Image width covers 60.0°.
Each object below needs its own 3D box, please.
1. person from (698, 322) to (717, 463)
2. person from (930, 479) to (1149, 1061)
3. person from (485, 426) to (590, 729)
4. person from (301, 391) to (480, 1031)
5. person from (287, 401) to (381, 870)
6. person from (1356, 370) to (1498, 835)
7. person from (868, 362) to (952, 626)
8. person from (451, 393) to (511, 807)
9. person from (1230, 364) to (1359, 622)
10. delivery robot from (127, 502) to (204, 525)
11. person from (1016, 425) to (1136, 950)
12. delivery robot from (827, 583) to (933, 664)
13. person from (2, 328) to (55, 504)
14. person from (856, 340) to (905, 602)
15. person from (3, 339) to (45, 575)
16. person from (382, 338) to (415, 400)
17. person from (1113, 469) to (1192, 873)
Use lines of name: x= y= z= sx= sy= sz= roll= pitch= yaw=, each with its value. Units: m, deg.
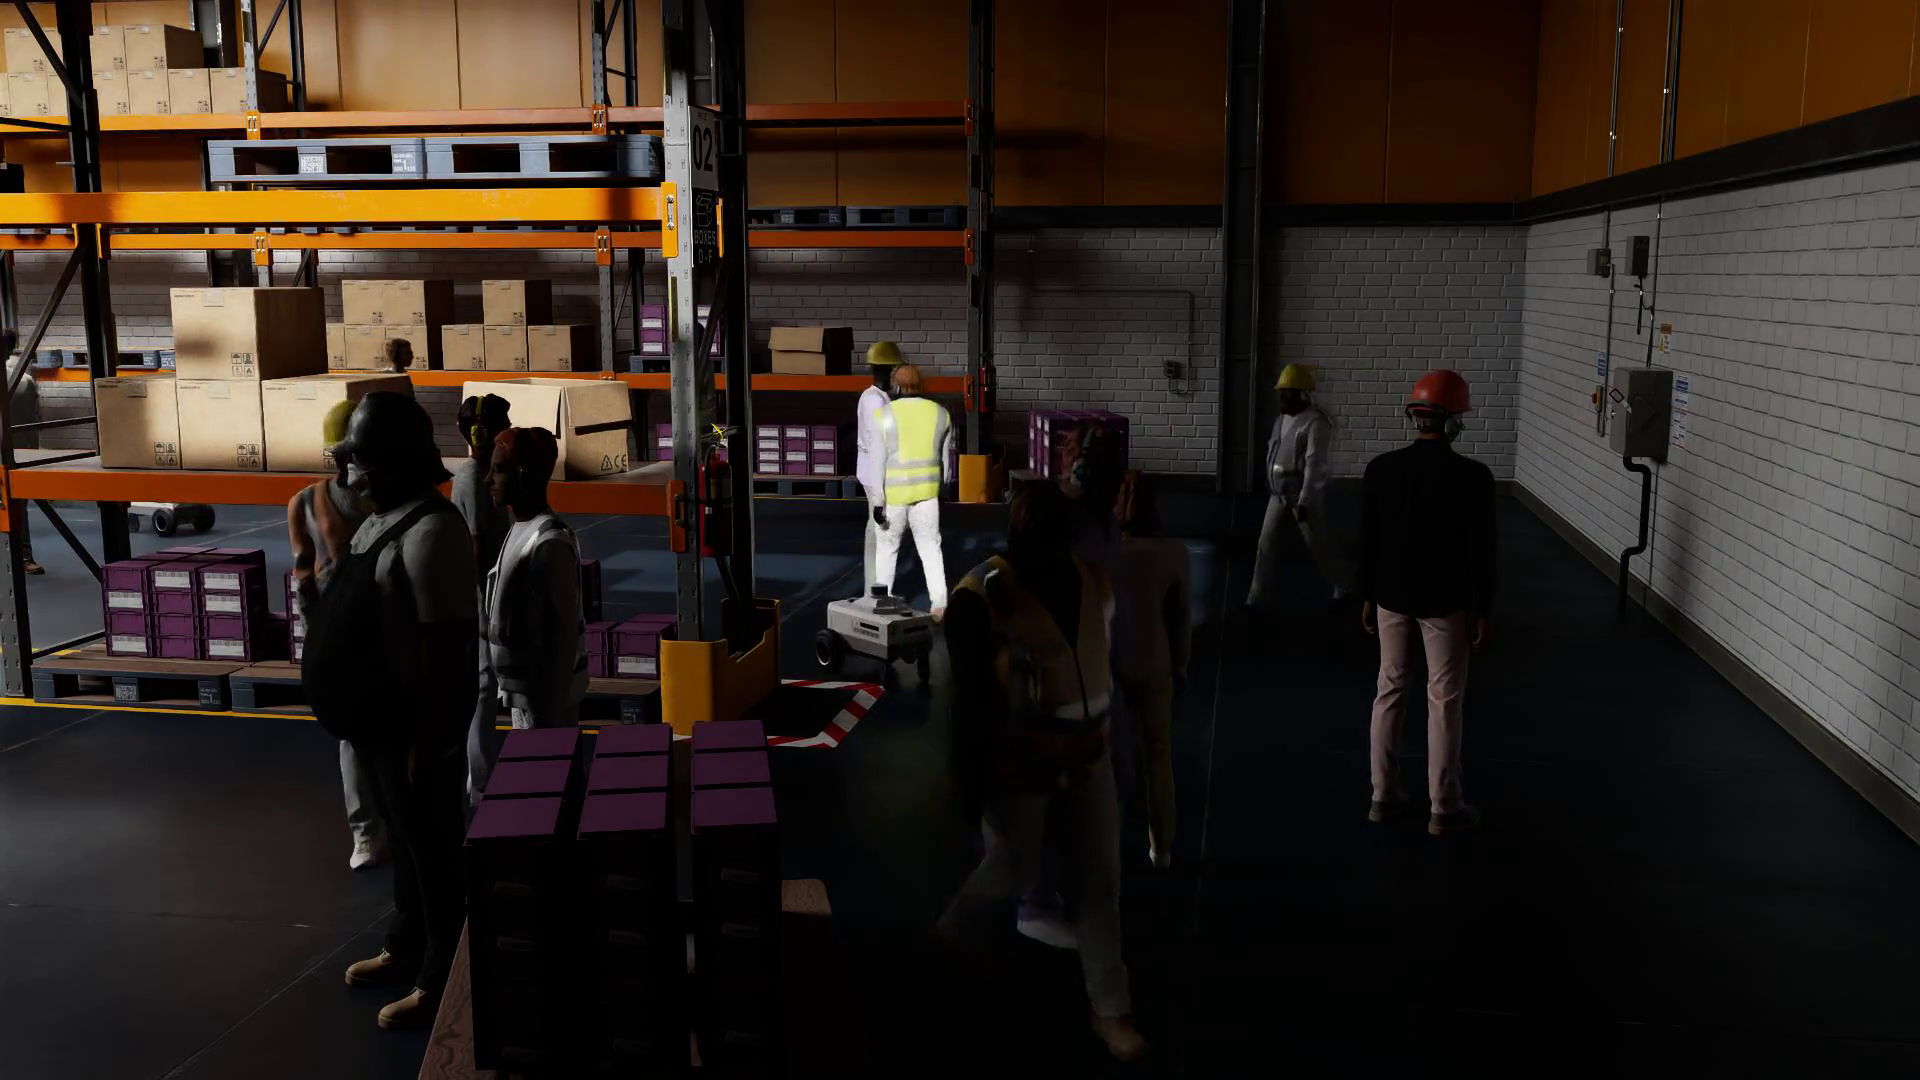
person: x=-2.531 y=-1.137 z=16.021 sx=0.389 sy=1.949 sz=0.604 roll=1 pitch=9 yaw=4
person: x=0.217 y=0.676 z=5.247 sx=0.648 sy=1.802 sz=0.838 roll=-6 pitch=11 yaw=-33
person: x=-1.479 y=0.543 z=5.807 sx=0.356 sy=1.883 sz=0.572 roll=-4 pitch=10 yaw=-25
person: x=-1.828 y=0.535 z=5.366 sx=0.538 sy=2.000 sz=0.684 roll=-6 pitch=11 yaw=-32
person: x=-2.470 y=0.349 z=6.989 sx=0.611 sy=1.897 sz=0.823 roll=-3 pitch=10 yaw=-16
person: x=2.023 y=0.264 z=7.190 sx=0.623 sy=1.992 sz=0.396 roll=8 pitch=12 yaw=41
person: x=-0.346 y=-0.315 z=11.419 sx=0.627 sy=1.807 sz=0.933 roll=-4 pitch=10 yaw=-22
person: x=-2.119 y=0.272 z=7.525 sx=0.315 sy=1.870 sz=0.533 roll=-3 pitch=10 yaw=-17
person: x=2.362 y=-0.326 z=11.498 sx=0.937 sy=1.796 sz=0.588 roll=-4 pitch=10 yaw=-25
delivery robot: x=-7.345 y=-0.383 z=15.352 sx=0.707 sy=0.478 sz=0.477 roll=4 pitch=10 yaw=25
person: x=0.367 y=0.516 z=6.002 sx=0.524 sy=1.879 sz=0.658 roll=5 pitch=10 yaw=27
delivery robot: x=-0.476 y=0.502 z=9.874 sx=0.477 sy=0.478 sz=0.707 roll=-7 pitch=12 yaw=-39
person: x=-9.608 y=-1.241 z=16.969 sx=0.702 sy=1.856 sz=0.523 roll=4 pitch=10 yaw=25
person: x=-0.549 y=-0.452 z=11.837 sx=0.373 sy=1.925 sz=0.593 roll=0 pitch=9 yaw=-2
person: x=-7.560 y=-0.663 z=13.115 sx=0.372 sy=1.940 sz=0.631 roll=7 pitch=11 yaw=35
person: x=-5.312 y=-0.993 z=15.587 sx=0.931 sy=1.816 sz=0.511 roll=-1 pitch=9 yaw=-4
person: x=0.674 y=0.533 z=6.634 sx=0.507 sy=1.632 sz=0.264 roll=-2 pitch=9 yaw=-12
